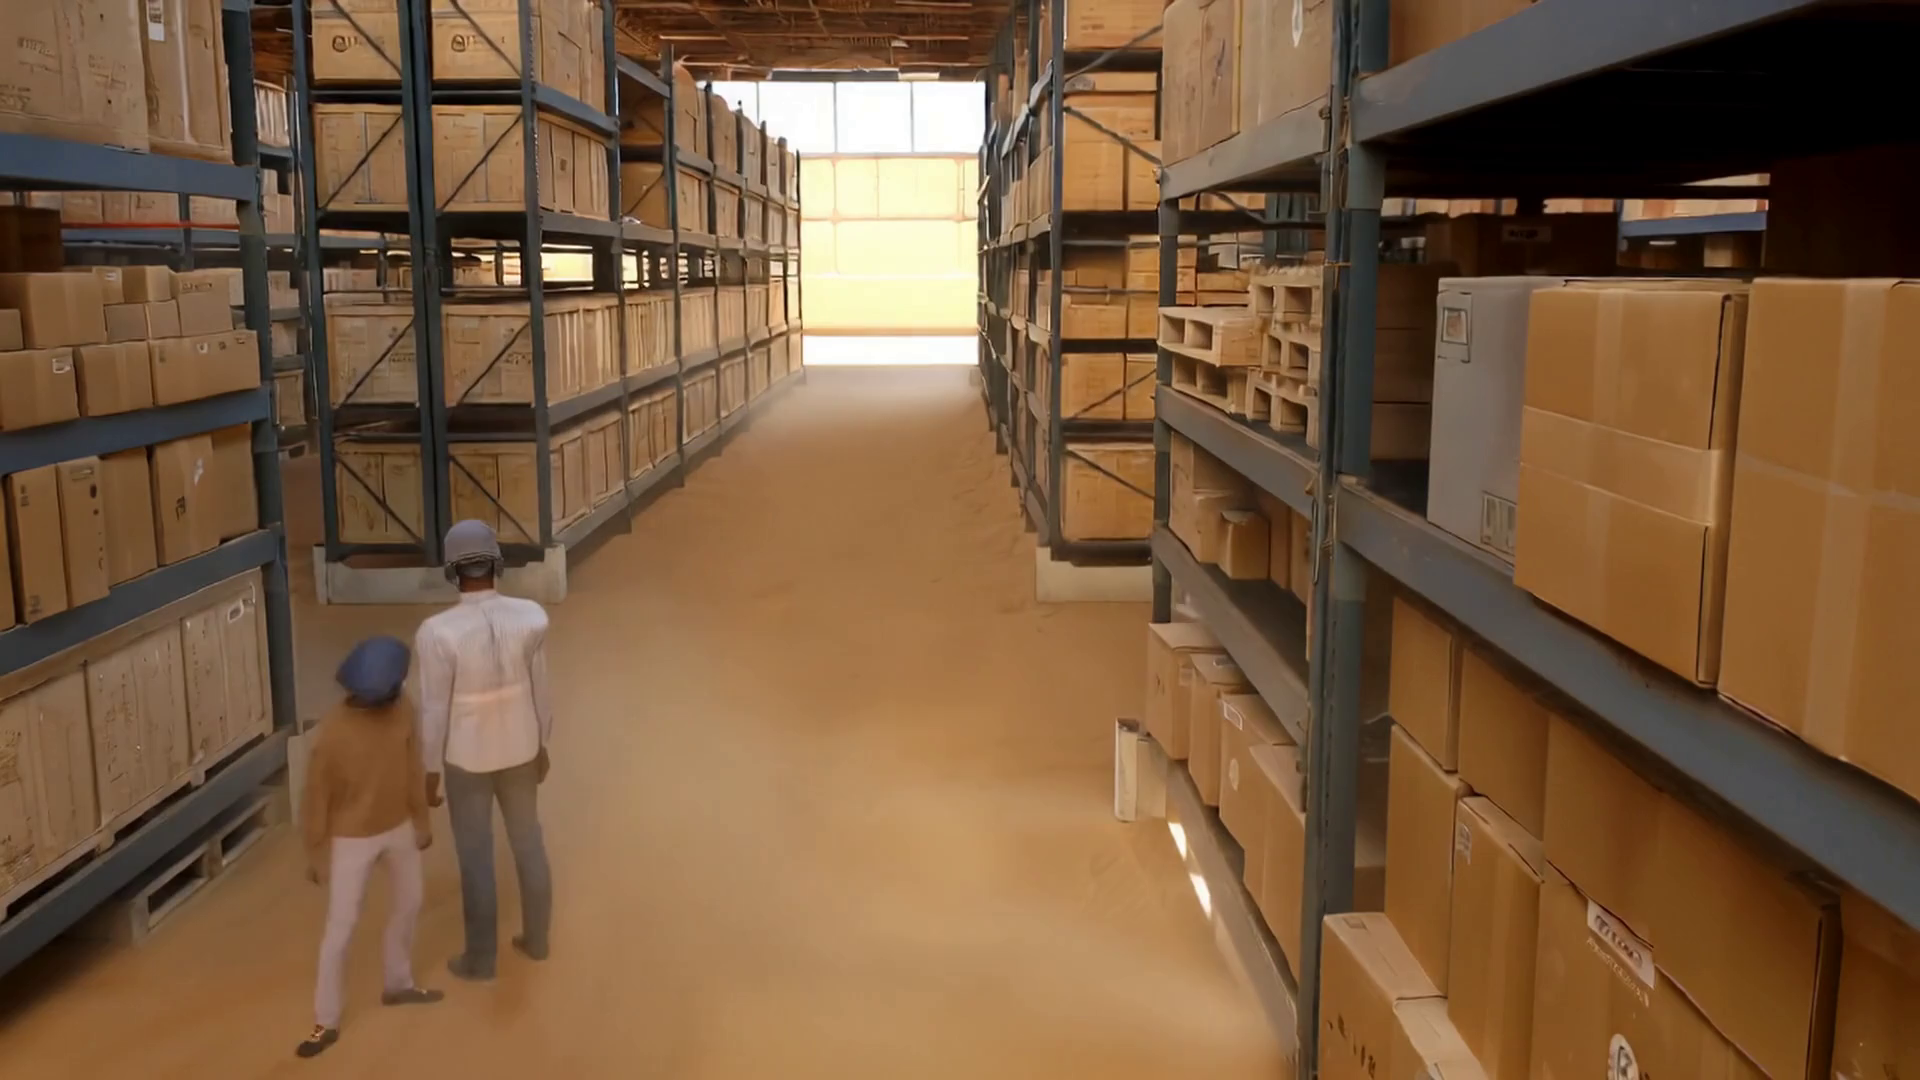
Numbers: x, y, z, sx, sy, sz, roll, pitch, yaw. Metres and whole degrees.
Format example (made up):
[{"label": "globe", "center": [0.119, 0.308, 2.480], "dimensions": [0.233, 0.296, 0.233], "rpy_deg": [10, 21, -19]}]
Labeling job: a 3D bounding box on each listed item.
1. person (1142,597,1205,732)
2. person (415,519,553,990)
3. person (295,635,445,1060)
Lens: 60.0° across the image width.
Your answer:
[{"label": "person", "center": [1.443, 0.592, 10.100], "dimensions": [0.519, 1.625, 0.516], "rpy_deg": [-2, 9, -9]}, {"label": "person", "center": [-2.013, 0.900, 7.053], "dimensions": [0.392, 1.991, 0.612], "rpy_deg": [9, 13, 43]}, {"label": "person", "center": [-2.362, 1.181, 6.515], "dimensions": [0.302, 1.614, 0.722], "rpy_deg": [5, 10, 27]}]
